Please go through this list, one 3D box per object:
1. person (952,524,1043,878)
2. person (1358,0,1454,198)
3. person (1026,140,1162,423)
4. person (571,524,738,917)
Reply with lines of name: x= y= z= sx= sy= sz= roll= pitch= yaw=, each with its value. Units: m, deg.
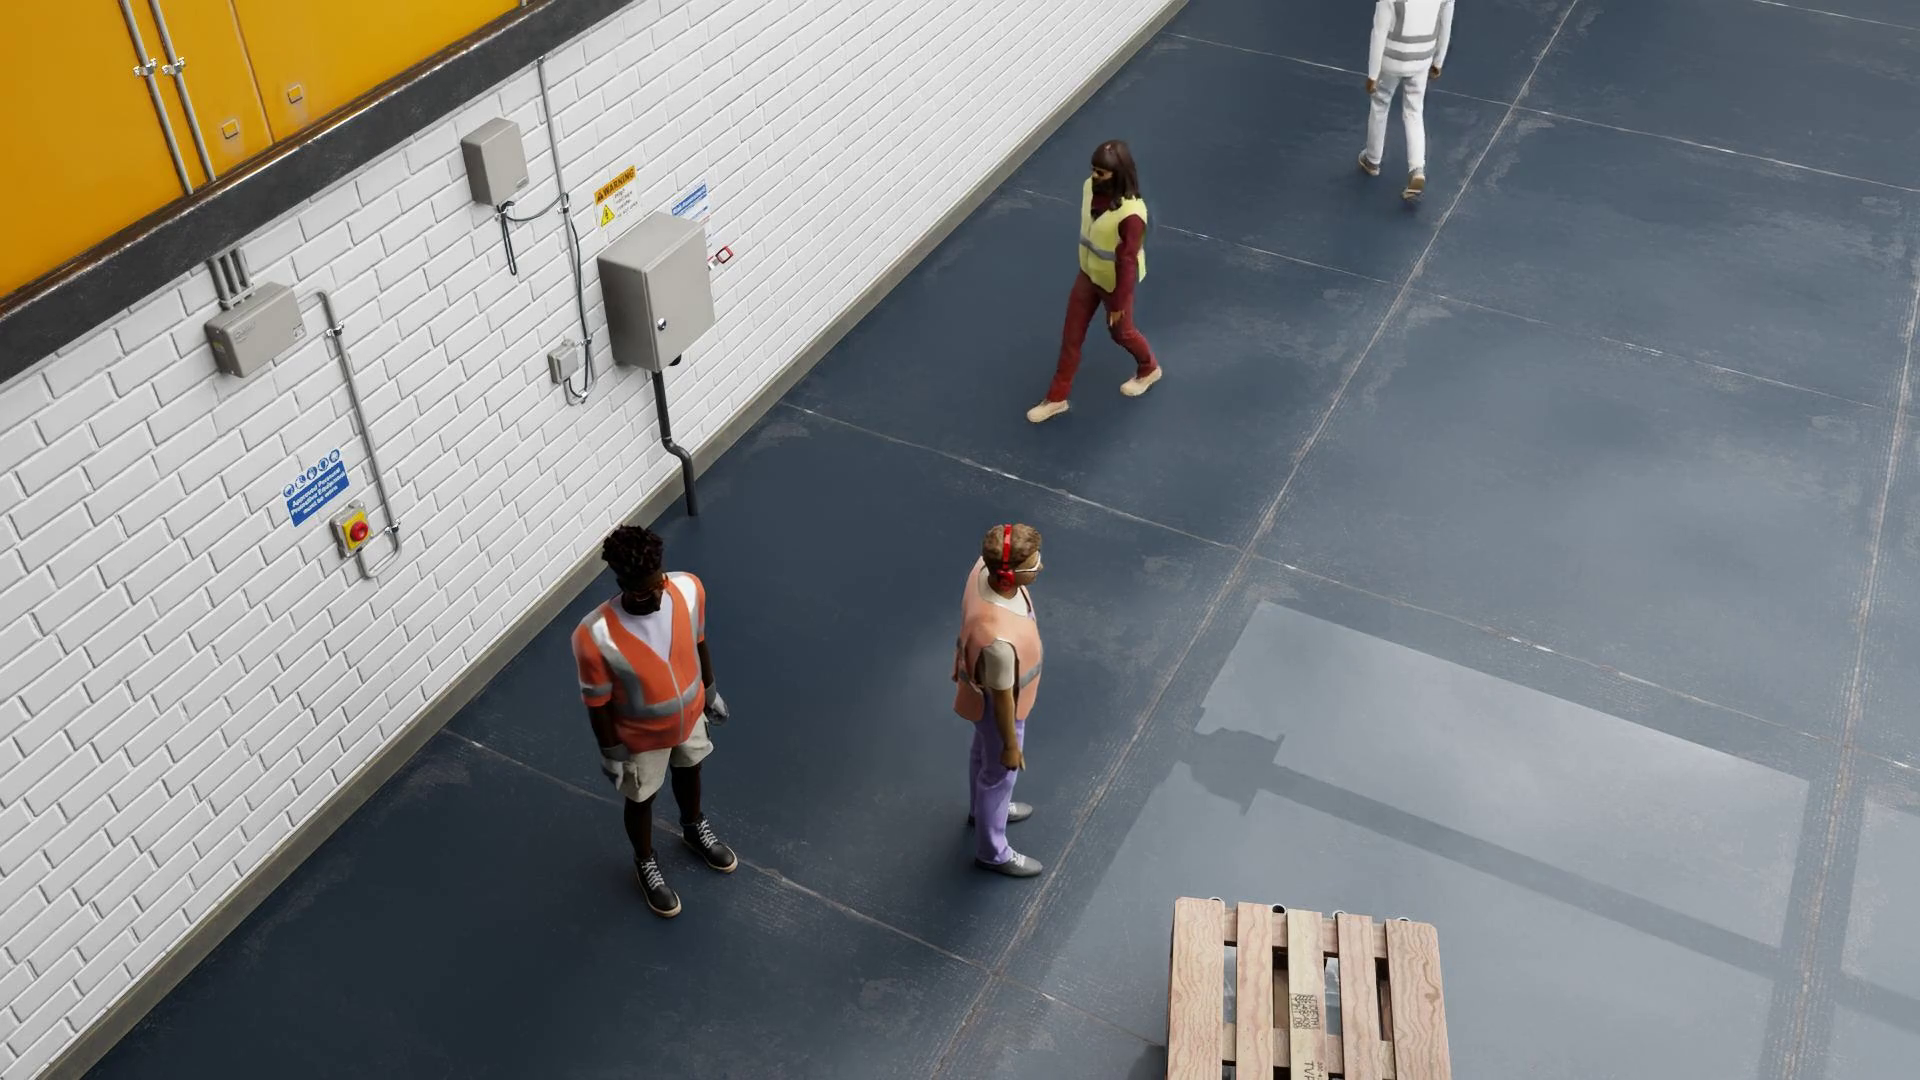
person: x=0.158 y=0.660 z=6.865 sx=0.380 sy=1.844 sz=0.568 roll=-3 pitch=41 yaw=-3
person: x=3.062 y=-3.254 z=11.393 sx=0.575 sy=1.853 sz=0.801 roll=-4 pitch=41 yaw=-5
person: x=0.840 y=-1.476 z=9.434 sx=0.906 sy=1.726 sz=0.481 roll=-25 pitch=47 yaw=-26
person: x=-1.211 y=0.716 z=6.710 sx=0.602 sy=1.966 sz=0.367 roll=-33 pitch=51 yaw=-32
